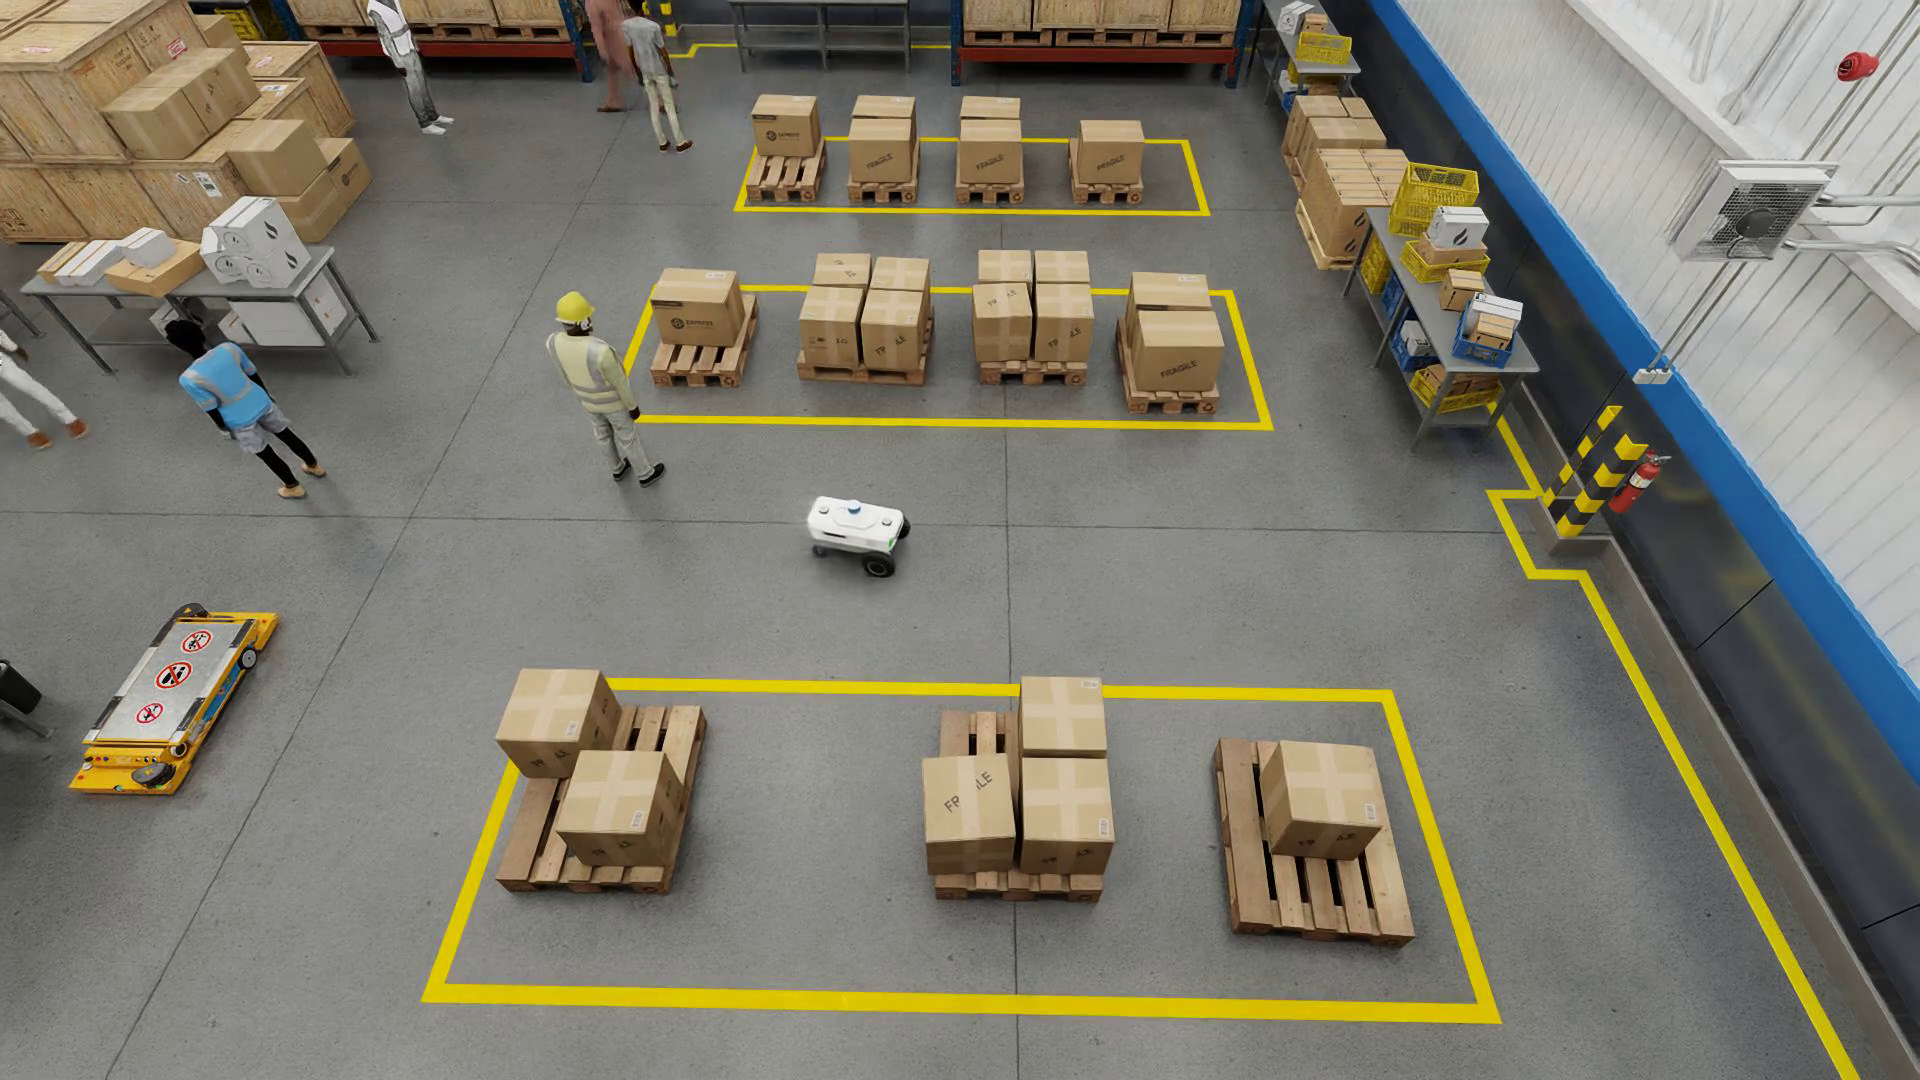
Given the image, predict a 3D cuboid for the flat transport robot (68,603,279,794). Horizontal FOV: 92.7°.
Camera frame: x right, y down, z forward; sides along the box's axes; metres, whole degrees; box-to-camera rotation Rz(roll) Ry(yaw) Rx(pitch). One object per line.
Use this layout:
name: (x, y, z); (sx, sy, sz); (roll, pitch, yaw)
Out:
flat transport robot: (-5.504, 1.072, 6.442); (0.652, 0.197, 1.431); (1, 50, 1)

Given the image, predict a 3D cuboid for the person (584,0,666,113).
person: (-4.359, -6.368, 11.731); (1.022, 1.837, 0.648); (-2, 50, -1)

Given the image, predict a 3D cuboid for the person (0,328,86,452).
person: (-8.221, -1.533, 7.602); (0.585, 1.882, 0.368); (-33, 57, -25)

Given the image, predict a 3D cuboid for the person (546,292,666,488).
person: (-2.830, -1.158, 7.315); (0.588, 1.829, 0.403); (16, 52, 13)

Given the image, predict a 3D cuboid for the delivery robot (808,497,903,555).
delivery robot: (-0.818, -0.119, 7.206); (0.707, 0.478, 0.477); (11, 51, 9)

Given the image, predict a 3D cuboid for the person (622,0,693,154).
person: (-3.691, -5.642, 11.082); (0.520, 1.873, 0.328); (8, 50, 7)

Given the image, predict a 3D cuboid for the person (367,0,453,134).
person: (-6.939, -6.069, 11.423); (0.389, 1.910, 0.591); (-1, 50, -1)

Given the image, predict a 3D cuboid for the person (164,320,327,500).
person: (-5.677, -1.019, 7.283); (0.317, 1.695, 0.540); (11, 51, 9)
